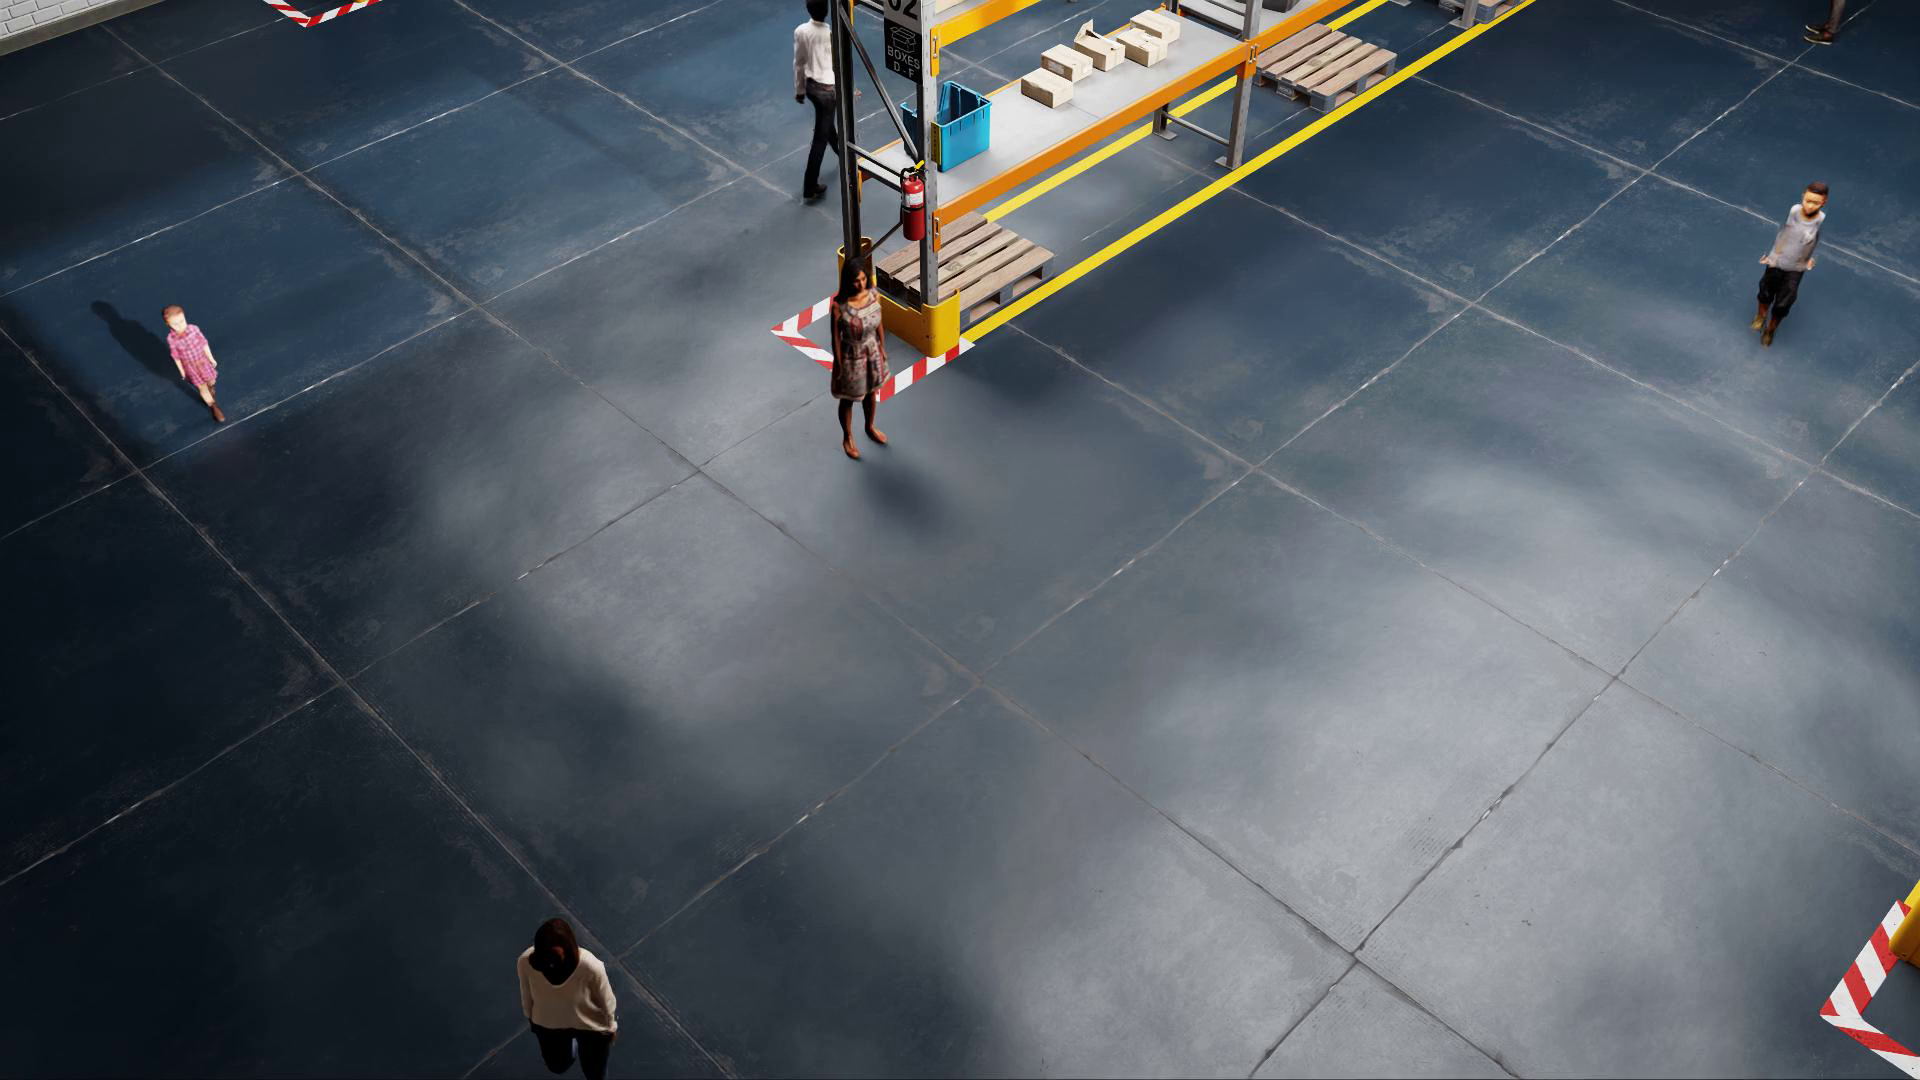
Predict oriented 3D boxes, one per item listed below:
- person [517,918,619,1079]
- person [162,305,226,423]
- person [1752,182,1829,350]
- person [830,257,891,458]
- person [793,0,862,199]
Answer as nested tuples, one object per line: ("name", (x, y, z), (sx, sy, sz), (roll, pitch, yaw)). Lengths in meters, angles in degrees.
("person", (-1.924, 2.335, 8.356), (0.866, 1.669, 0.943), (5, 44, 5))
("person", (-5.870, -1.398, 12.750), (0.599, 1.013, 0.542), (-27, 50, -25))
("person", (6.702, -2.329, 13.415), (0.650, 1.444, 0.737), (23, 48, 22))
("person", (-0.750, -1.371, 12.264), (0.522, 1.645, 0.743), (-26, 49, -25))
("person", (-1.277, -3.911, 14.800), (0.776, 1.825, 1.214), (29, 51, 27))
